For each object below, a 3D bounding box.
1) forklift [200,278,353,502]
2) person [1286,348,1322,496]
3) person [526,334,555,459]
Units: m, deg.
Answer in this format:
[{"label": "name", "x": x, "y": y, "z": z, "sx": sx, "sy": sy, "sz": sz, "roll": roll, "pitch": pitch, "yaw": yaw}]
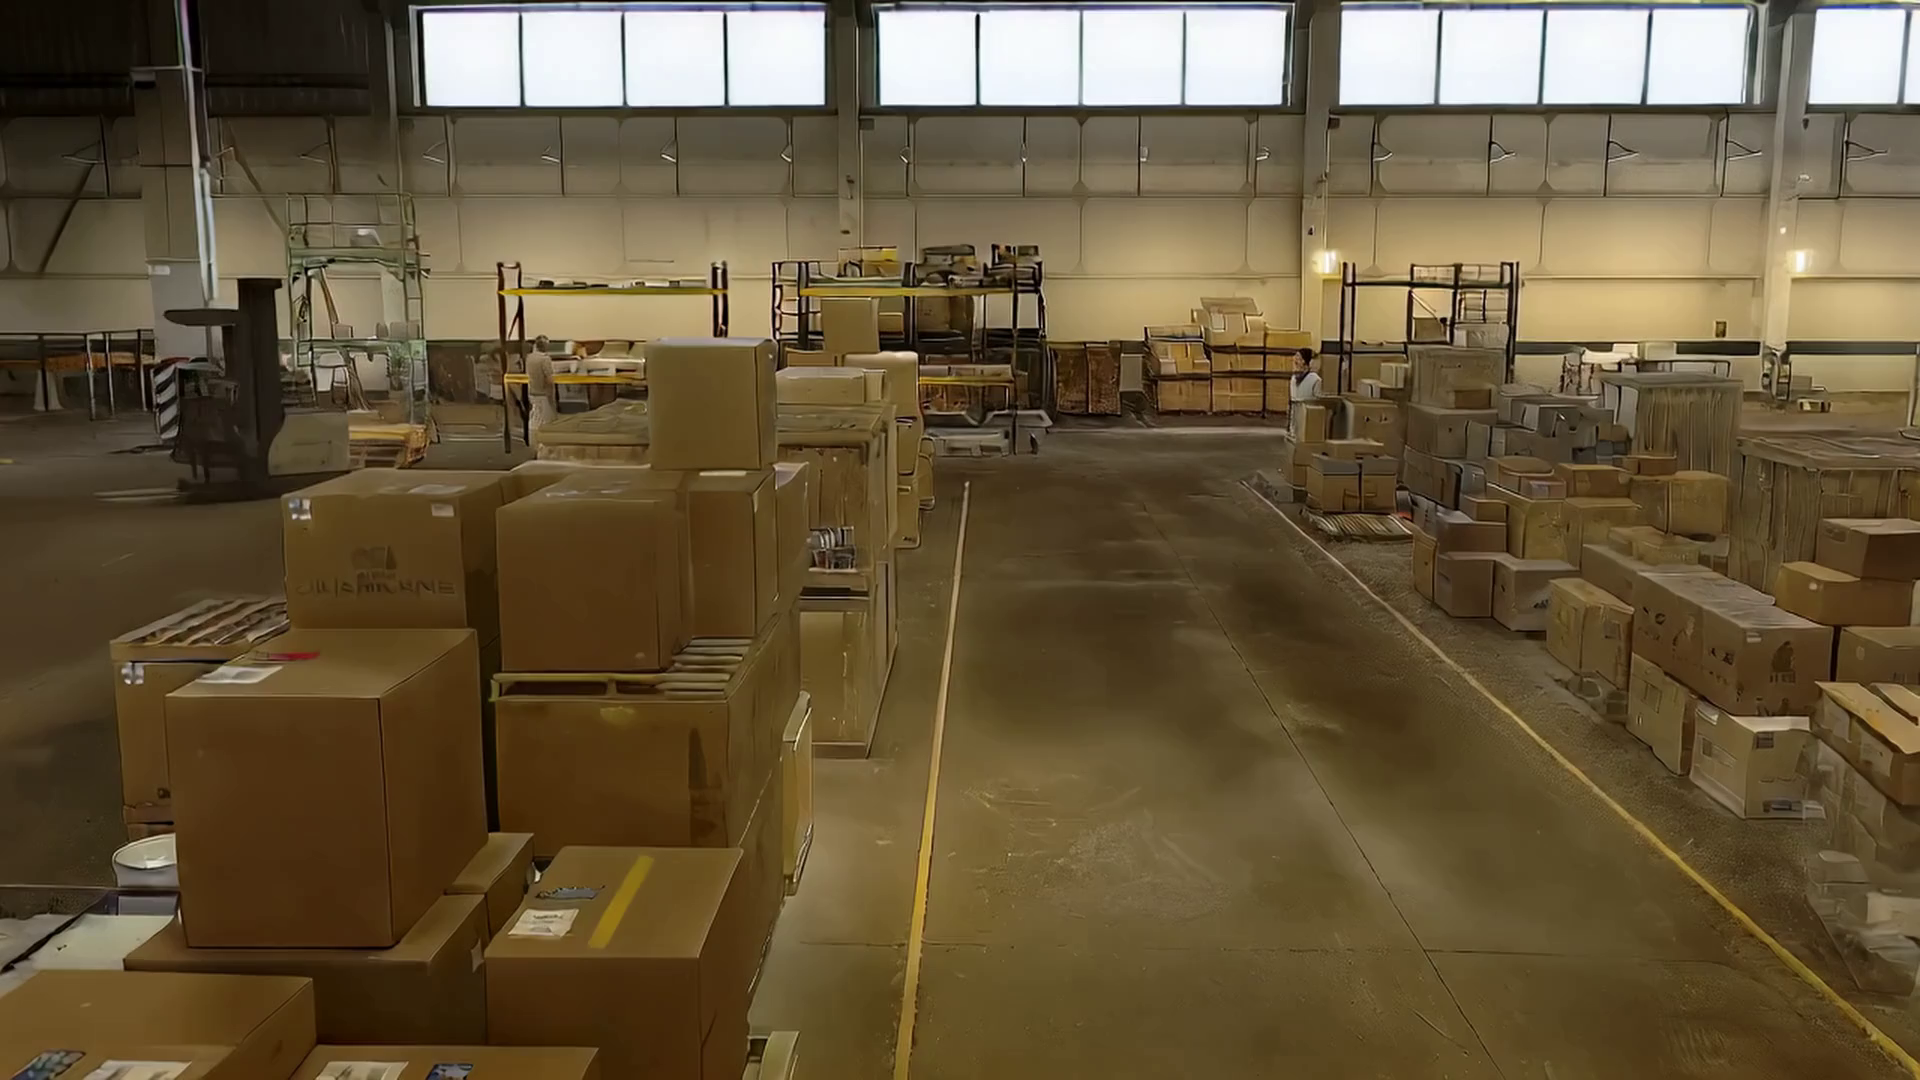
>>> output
[{"label": "forklift", "x": -9.030, "y": -1.997, "z": 21.599, "sx": 1.873, "sy": 2.768, "sz": 1.129, "roll": -6, "pitch": 11, "yaw": -33}, {"label": "person", "x": 4.497, "y": -1.546, "z": 21.772, "sx": 0.391, "sy": 1.919, "sz": 0.590, "roll": -5, "pitch": 11, "yaw": -27}, {"label": "person", "x": -6.415, "y": -2.193, "z": 25.588, "sx": 0.361, "sy": 1.939, "sz": 0.635, "roll": -8, "pitch": 13, "yaw": -41}]
